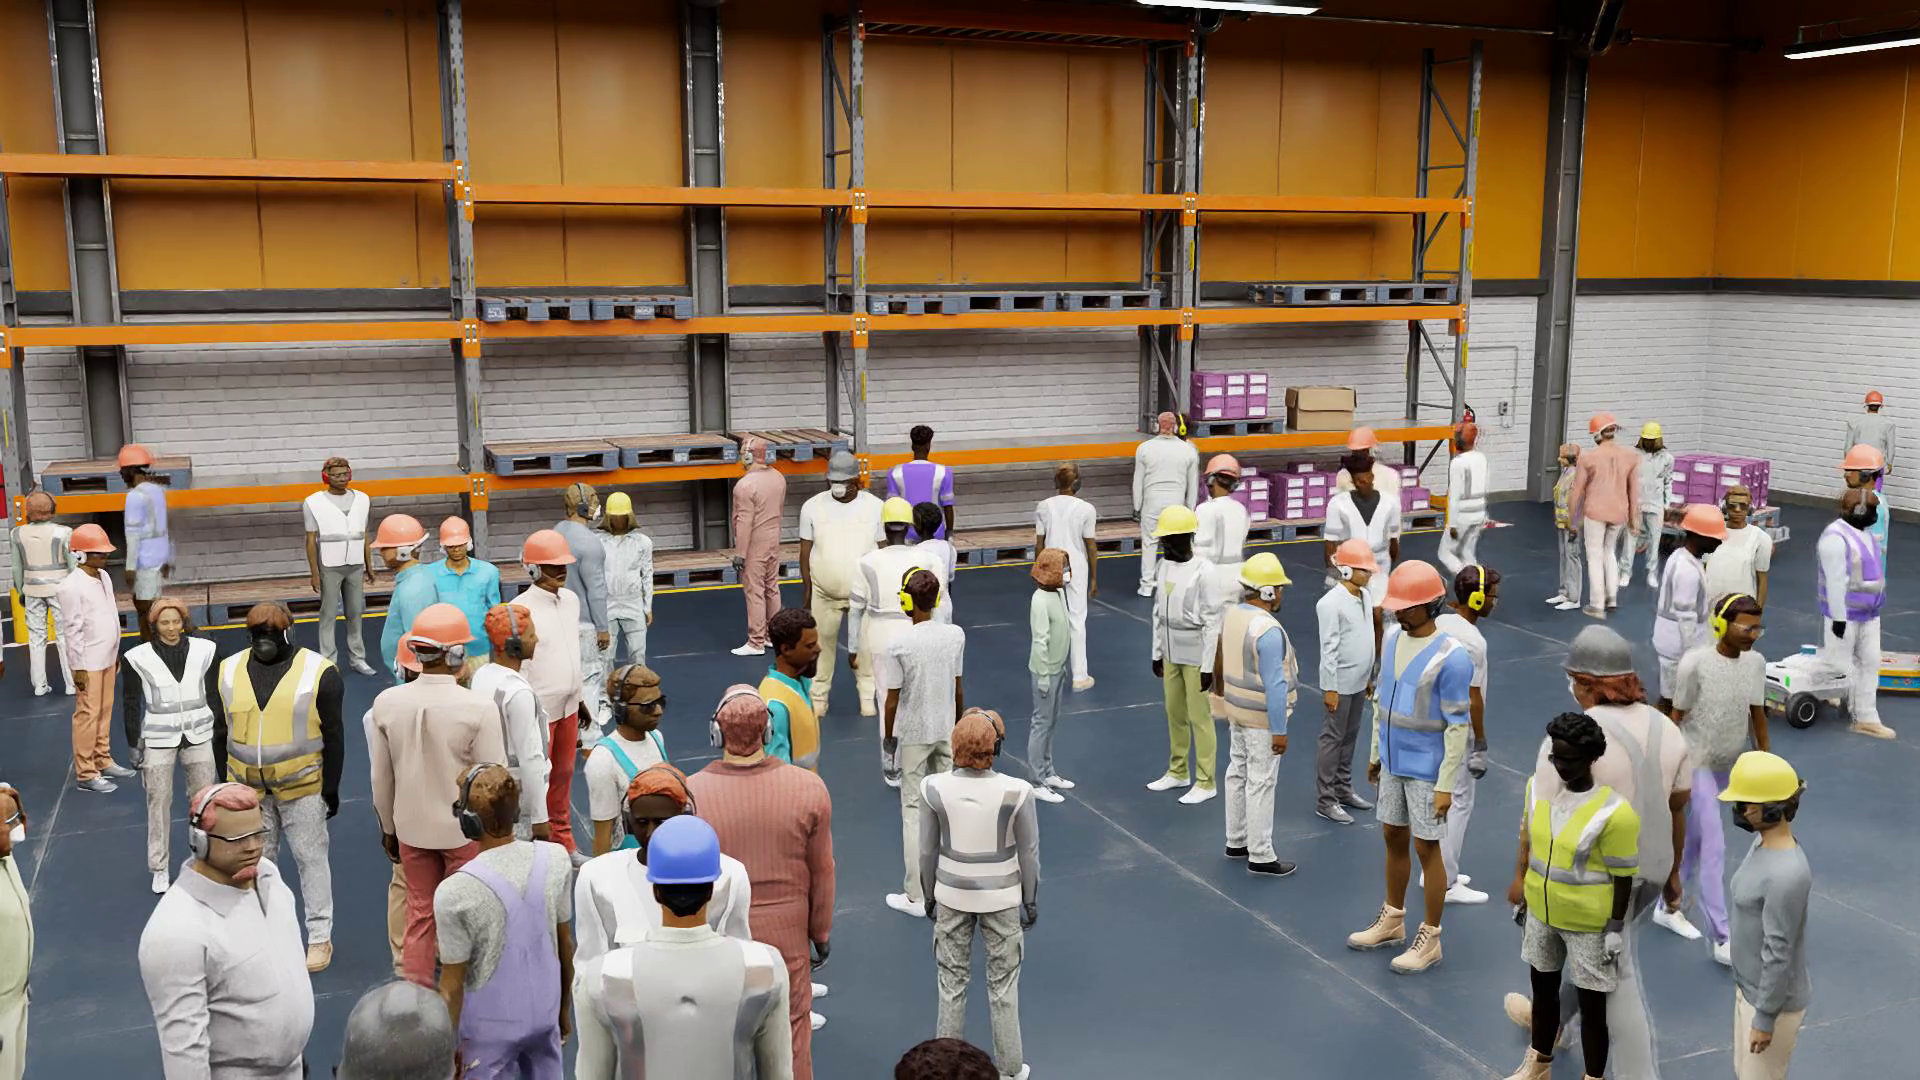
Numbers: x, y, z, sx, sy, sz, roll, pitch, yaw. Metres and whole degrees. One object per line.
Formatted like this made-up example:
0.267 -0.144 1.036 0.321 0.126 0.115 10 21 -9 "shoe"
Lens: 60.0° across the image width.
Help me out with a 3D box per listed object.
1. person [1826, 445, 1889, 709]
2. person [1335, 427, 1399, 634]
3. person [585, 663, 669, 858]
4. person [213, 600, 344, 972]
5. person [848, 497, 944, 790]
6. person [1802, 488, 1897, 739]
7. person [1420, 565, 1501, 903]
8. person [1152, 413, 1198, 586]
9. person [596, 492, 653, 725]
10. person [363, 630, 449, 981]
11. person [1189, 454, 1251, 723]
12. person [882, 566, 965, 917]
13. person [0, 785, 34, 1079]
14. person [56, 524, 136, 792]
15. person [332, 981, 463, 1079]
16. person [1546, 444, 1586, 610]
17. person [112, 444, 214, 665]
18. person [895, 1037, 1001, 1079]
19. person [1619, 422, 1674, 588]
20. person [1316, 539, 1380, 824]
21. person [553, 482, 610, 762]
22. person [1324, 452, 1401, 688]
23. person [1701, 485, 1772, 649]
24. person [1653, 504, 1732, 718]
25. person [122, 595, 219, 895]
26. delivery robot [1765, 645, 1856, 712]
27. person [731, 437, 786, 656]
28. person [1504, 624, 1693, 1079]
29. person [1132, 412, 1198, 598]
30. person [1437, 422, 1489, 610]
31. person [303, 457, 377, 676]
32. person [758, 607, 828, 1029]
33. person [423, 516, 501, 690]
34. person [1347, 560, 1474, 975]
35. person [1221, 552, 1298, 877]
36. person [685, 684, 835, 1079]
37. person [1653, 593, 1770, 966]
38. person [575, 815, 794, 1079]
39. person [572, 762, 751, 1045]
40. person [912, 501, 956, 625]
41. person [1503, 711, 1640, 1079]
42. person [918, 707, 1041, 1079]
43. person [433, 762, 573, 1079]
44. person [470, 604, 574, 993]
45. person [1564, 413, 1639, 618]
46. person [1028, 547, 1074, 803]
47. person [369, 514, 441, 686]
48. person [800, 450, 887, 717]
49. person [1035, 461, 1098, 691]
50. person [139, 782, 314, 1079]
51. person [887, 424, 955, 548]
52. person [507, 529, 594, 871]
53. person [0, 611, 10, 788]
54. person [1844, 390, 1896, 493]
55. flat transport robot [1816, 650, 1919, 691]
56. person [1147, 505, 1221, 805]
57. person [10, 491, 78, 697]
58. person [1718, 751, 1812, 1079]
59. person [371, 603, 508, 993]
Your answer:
6.861 0.288 12.746 0.391 2.041 0.615 4 11 23 "person"
3.585 -0.019 14.703 0.637 1.977 0.588 9 13 42 "person"
-1.339 1.407 6.869 0.328 1.844 0.514 3 10 17 "person"
-3.314 1.197 8.095 0.624 1.844 0.429 0 10 -2 "person"
-0.429 0.663 10.972 0.623 1.903 0.612 -2 10 -9 "person"
6.463 0.515 12.131 0.635 1.801 0.764 -6 12 -33 "person"
2.700 1.042 8.958 0.350 1.855 0.529 -2 10 -10 "person"
2.330 -0.398 17.262 0.632 1.849 0.542 -2 10 -9 "person"
-2.518 0.506 12.356 0.484 1.745 0.293 -2 10 -12 "person"
-2.542 1.274 7.910 0.323 1.748 0.562 5 11 27 "person"
1.892 0.377 12.382 0.432 2.017 0.661 9 14 43 "person"
-0.191 1.063 8.828 0.504 1.861 0.328 -6 11 -31 "person"
-3.453 1.666 5.987 0.264 1.632 0.507 -3 10 -18 "person"
-5.637 0.757 10.879 0.343 1.749 0.572 -1 10 -5 "person"
-1.224 1.872 3.631 0.709 2.000 0.616 -1 10 -5 "person"
5.978 -0.131 16.331 0.311 1.636 0.521 1 10 6 "person"
-6.744 0.142 13.970 0.755 1.915 0.550 -2 10 -9 "person"
0.014 1.955 3.503 0.392 1.918 0.587 1 10 6 "person"
7.178 -0.365 17.379 0.488 1.740 0.319 3 10 15 "person"
2.409 0.856 10.303 0.323 1.753 0.559 8 12 37 "person"
-2.601 0.559 11.490 0.372 1.940 0.630 -8 13 -39 "person"
3.229 0.238 13.374 0.621 1.915 0.781 1 10 6 "person"
5.540 0.515 12.007 0.507 1.847 0.345 9 13 41 "person"
4.801 0.698 10.789 0.739 1.901 0.584 4 11 23 "person"
-4.312 1.112 9.169 0.525 1.637 0.307 -8 13 -38 "person"
6.349 1.030 12.475 0.707 0.478 0.477 -4 11 -19 "delivery robot"
-1.781 0.055 14.489 0.408 1.906 0.642 4 11 24 "person"
2.632 1.305 6.896 0.698 2.000 1.025 -5 11 -28 "person"
2.069 -0.351 16.865 0.659 1.894 0.400 -1 10 -3 "person"
4.895 -0.208 16.122 0.582 1.872 0.438 -7 12 -37 "person"
-5.079 0.231 13.642 0.390 1.846 0.564 8 13 39 "person"
-0.801 1.245 7.592 0.393 1.919 0.590 0 10 0 "person"
-3.352 0.705 11.178 0.566 1.751 0.329 -4 11 -23 "person"
2.197 1.095 8.125 0.383 2.036 0.605 -5 11 -25 "person"
1.693 0.976 9.384 0.404 1.835 0.590 -3 10 -17 "person"
-0.792 1.478 6.274 0.643 1.913 0.411 -2 10 -14 "person"
3.818 1.177 8.241 0.508 1.825 0.892 -4 11 -23 "person"
-0.777 1.734 4.739 0.621 1.934 0.419 -3 10 -16 "person"
-0.960 1.643 5.403 0.575 1.883 0.355 -1 10 -7 "person"
-0.238 0.560 12.175 0.316 1.695 0.542 7 12 36 "person"
2.456 1.510 6.708 0.317 1.693 0.540 -6 12 -31 "person"
0.078 1.503 6.908 0.514 1.641 0.307 2 10 11 "person"
-1.514 1.638 5.576 0.336 1.838 0.508 9 13 43 "person"
-2.083 1.225 7.811 0.356 1.883 0.574 -8 13 -38 "person"
6.174 -0.240 16.020 0.621 1.956 0.505 -2 10 -10 "person"
0.584 0.850 10.685 0.278 1.633 0.507 3 10 17 "person"
-3.216 0.830 9.772 0.389 1.992 0.612 -3 10 -15 "person"
-0.862 0.331 12.505 0.684 2.000 0.535 0 10 -2 "person"
0.850 0.291 13.304 0.517 1.842 0.326 4 11 22 "person"
-2.209 1.673 5.166 0.409 1.905 0.652 1 10 4 "person"
-0.348 -0.066 15.010 0.613 1.963 0.361 1 10 4 "person"
-2.267 0.925 9.215 0.377 1.995 0.608 4 11 22 "person"
-6.372 0.742 10.506 0.590 1.914 0.391 -4 11 -22 "person"
11.526 -1.018 21.087 0.572 1.755 0.319 6 12 32 "person"
7.502 1.062 13.388 1.431 0.197 0.652 2 10 13 "flat transport robot"
1.415 0.725 10.605 0.410 1.918 0.589 -6 11 -29 "person"
-7.166 0.431 13.092 0.522 1.637 0.306 -1 10 -3 "person"
2.846 1.614 5.944 0.342 1.754 0.535 3 10 18 "person"
-2.244 1.260 7.291 0.623 1.989 0.399 2 10 12 "person"
